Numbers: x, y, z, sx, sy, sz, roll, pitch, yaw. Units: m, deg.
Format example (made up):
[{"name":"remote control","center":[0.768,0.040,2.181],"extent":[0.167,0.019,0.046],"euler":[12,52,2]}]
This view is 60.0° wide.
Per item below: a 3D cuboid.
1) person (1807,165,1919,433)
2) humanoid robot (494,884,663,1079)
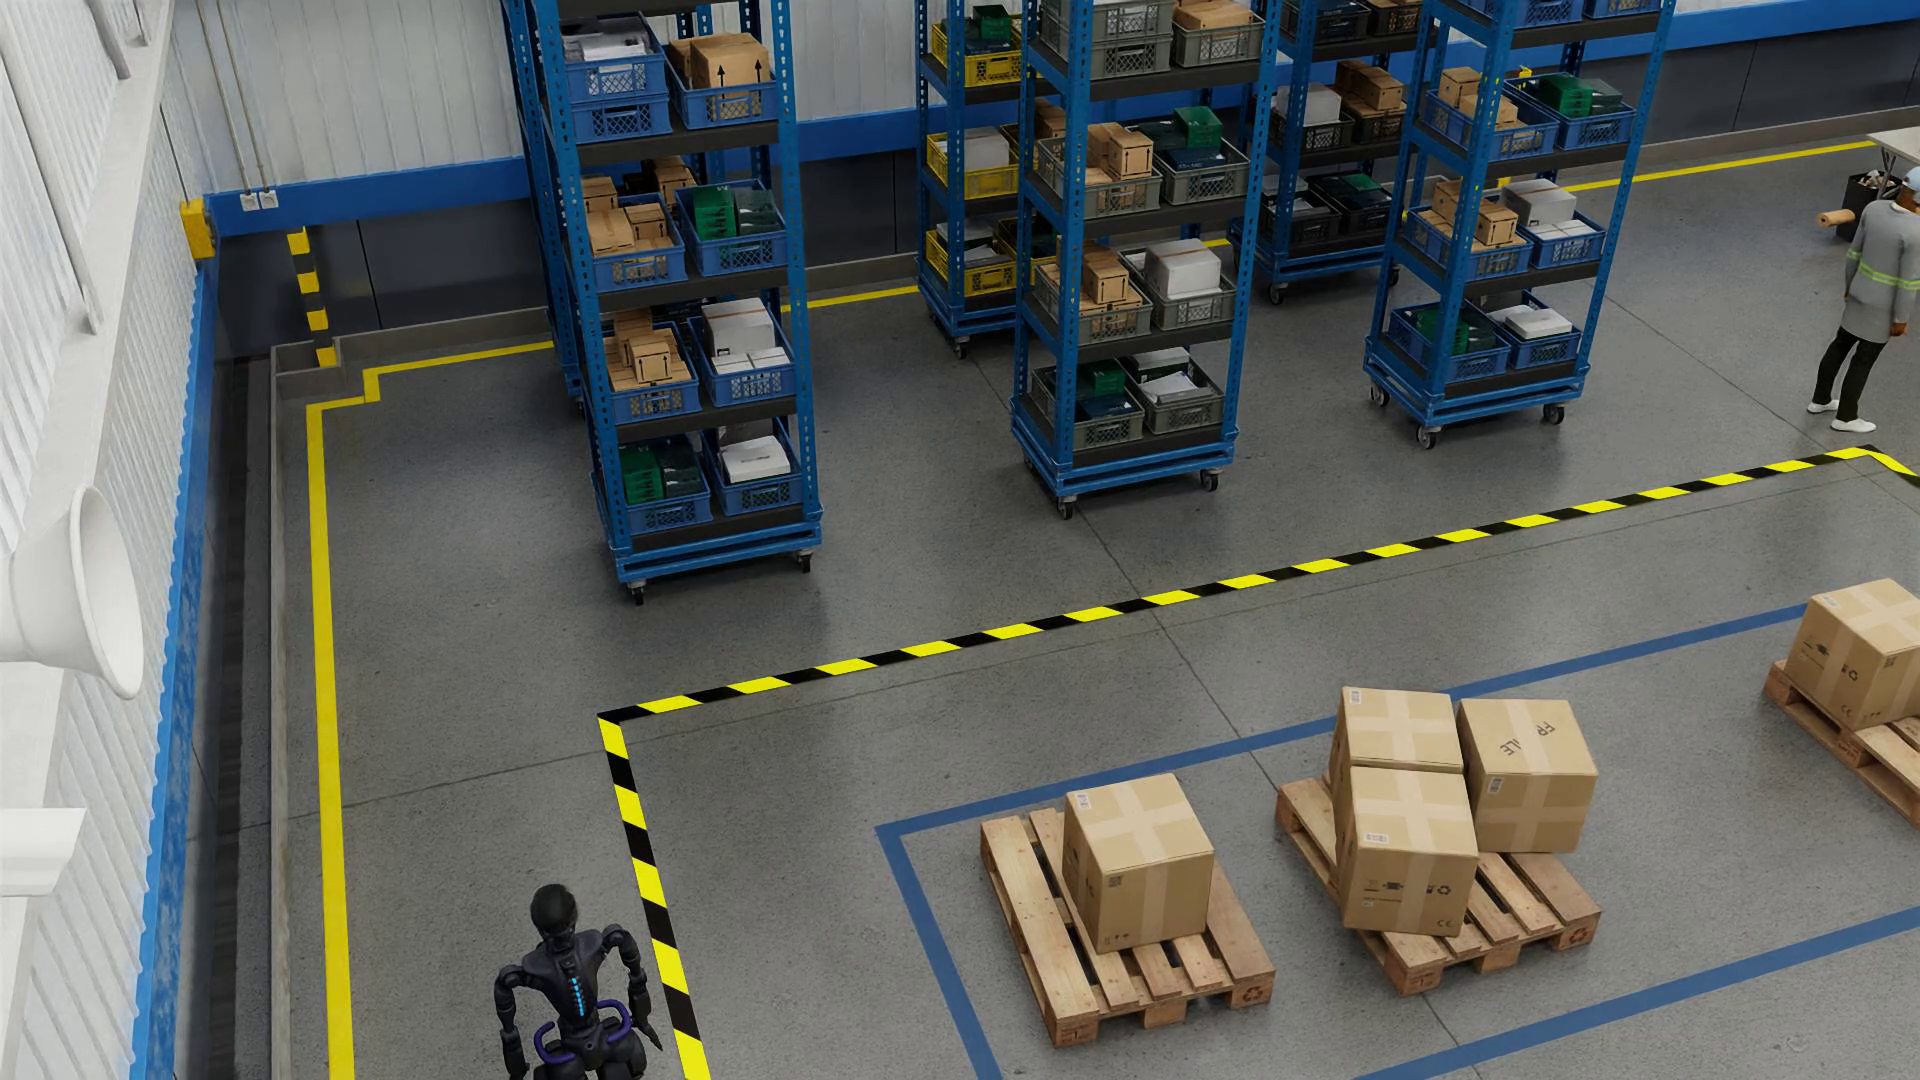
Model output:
[{"name":"person","center":[6.045,-1.586,10.934],"extent":[0.396,1.847,0.588],"euler":[-7,36,-10]},{"name":"humanoid robot","center":[-1.394,1.894,6.138],"extent":[0.599,1.653,0.315],"euler":[-18,39,-23]}]
